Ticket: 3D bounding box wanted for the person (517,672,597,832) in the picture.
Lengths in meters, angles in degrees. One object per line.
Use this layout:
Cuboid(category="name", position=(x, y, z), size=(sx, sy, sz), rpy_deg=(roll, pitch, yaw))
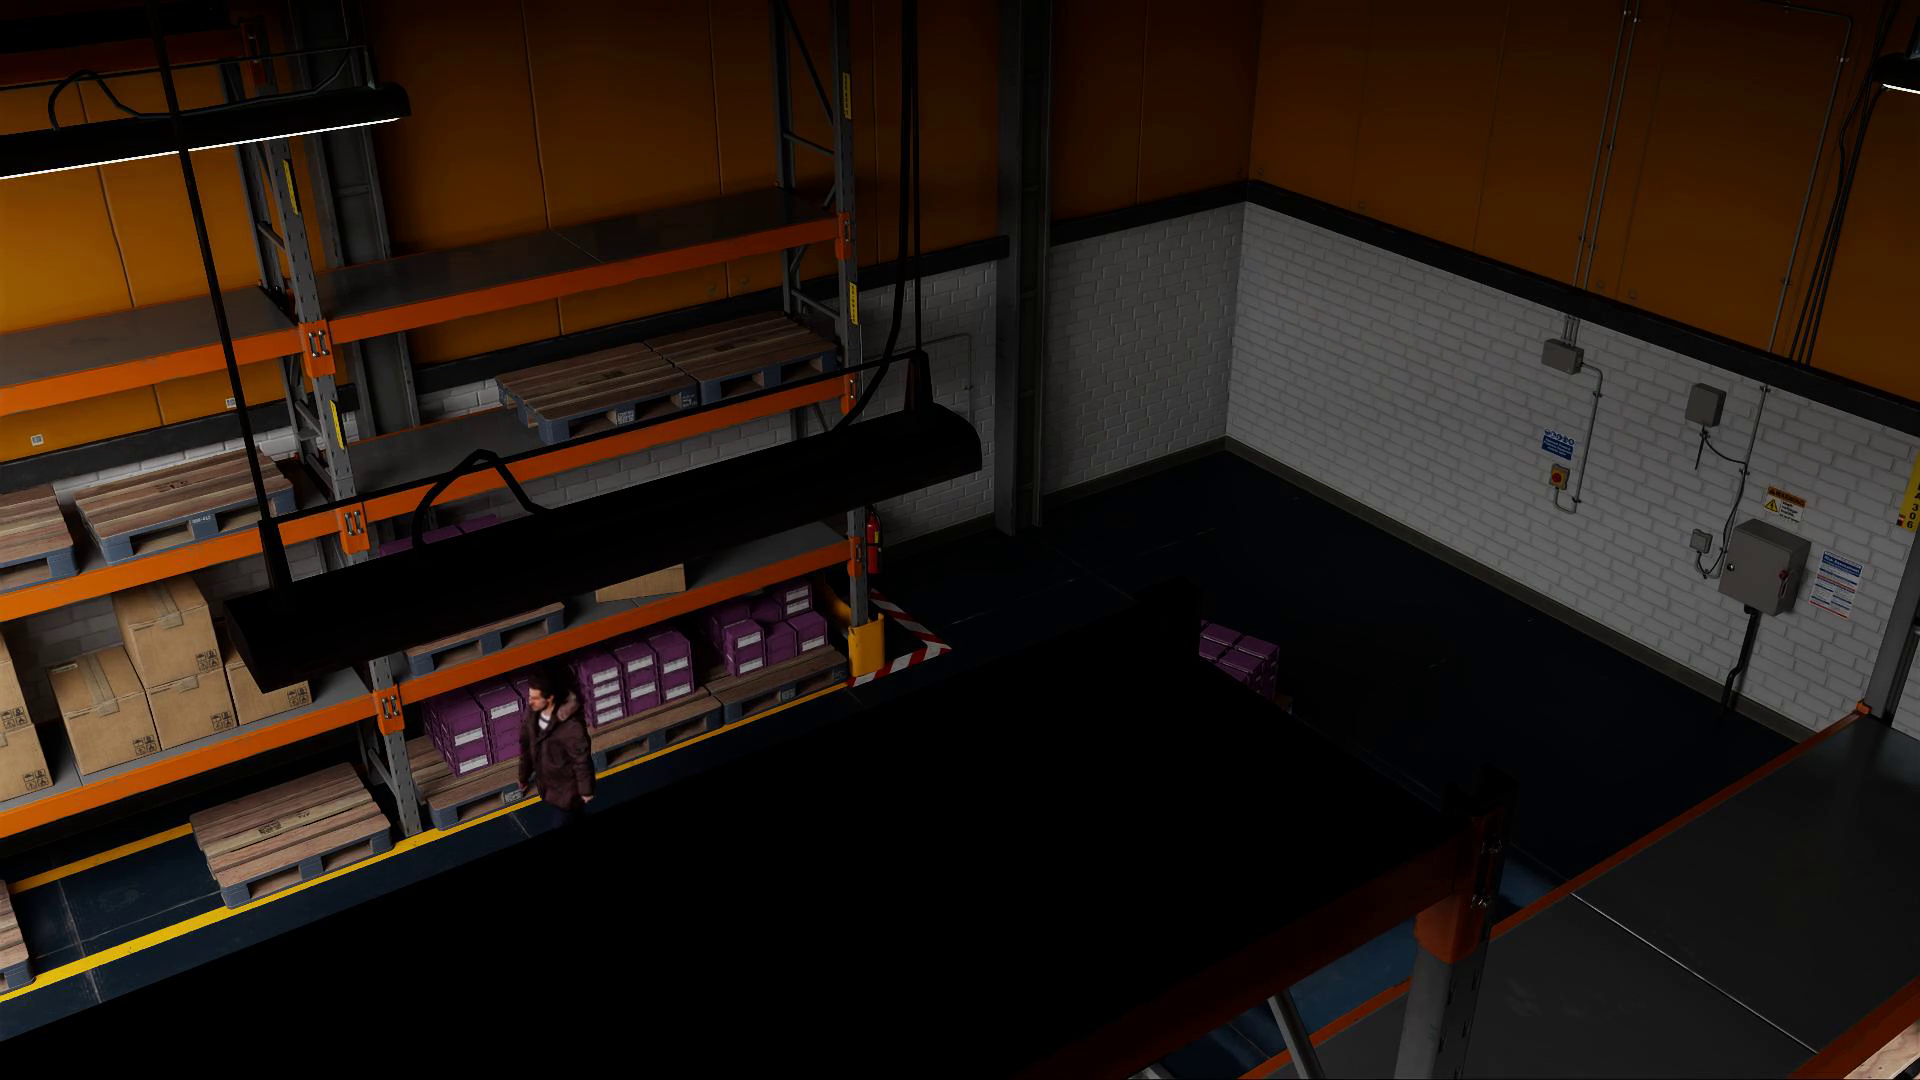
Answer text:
Cuboid(category="person", position=(-2.718, 1.668, 11.681), size=(0.994, 1.815, 0.849), rpy_deg=(-25, 37, -38))
